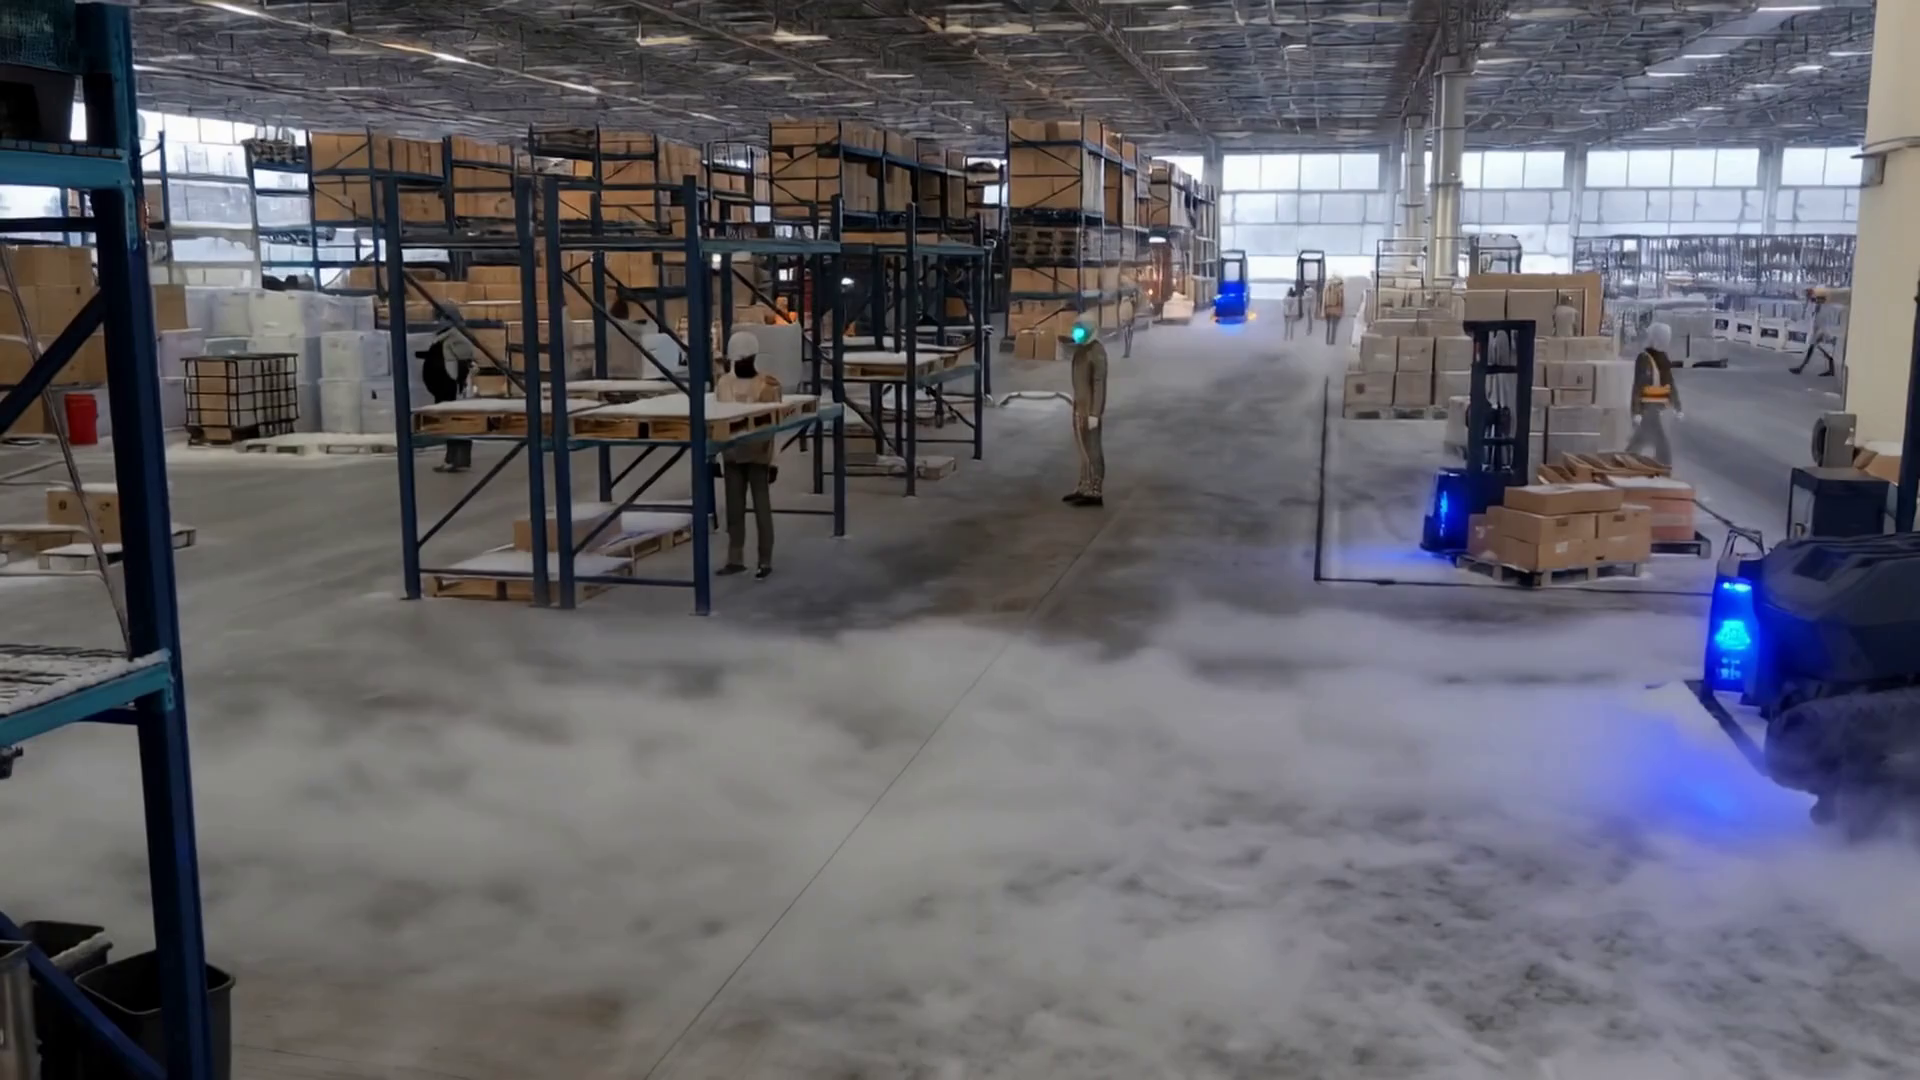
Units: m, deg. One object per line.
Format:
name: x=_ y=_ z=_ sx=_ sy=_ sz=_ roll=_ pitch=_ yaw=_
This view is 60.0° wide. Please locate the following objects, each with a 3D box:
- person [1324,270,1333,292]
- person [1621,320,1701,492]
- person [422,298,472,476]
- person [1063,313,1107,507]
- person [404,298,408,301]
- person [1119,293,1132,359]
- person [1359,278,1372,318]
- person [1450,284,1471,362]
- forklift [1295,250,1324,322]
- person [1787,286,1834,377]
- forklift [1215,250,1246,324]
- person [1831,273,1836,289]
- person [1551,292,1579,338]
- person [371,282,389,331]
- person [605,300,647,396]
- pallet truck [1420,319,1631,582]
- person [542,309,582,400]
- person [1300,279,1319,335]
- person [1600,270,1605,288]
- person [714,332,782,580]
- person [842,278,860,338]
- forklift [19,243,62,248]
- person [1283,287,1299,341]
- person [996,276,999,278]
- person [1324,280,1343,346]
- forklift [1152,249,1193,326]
person: x=19.323 y=-13.212 z=87.264 sx=0.452 sy=1.916 sz=0.643 roll=6 pitch=11 yaw=31
person: x=7.272 y=-1.352 z=17.281 sx=0.969 sy=1.831 sz=0.601 roll=8 pitch=13 yaw=41
person: x=-5.900 y=-1.760 z=19.108 sx=0.537 sy=2.000 sz=0.689 roll=-7 pitch=12 yaw=-35
person: x=1.280 y=-1.302 z=16.701 sx=0.377 sy=1.940 sz=0.627 roll=-2 pitch=10 yaw=-12
person: x=-12.833 y=-4.778 z=38.297 sx=0.862 sy=1.596 sz=0.532 roll=-6 pitch=12 yaw=-33
person: x=4.131 y=-5.329 z=41.429 sx=0.306 sy=1.639 sz=0.523 roll=1 pitch=10 yaw=3
person: x=16.739 y=-9.935 z=68.508 sx=0.516 sy=1.701 sz=0.857 roll=-7 pitch=12 yaw=-34
person: x=12.056 y=-5.275 z=40.395 sx=0.547 sy=1.895 sz=0.997 roll=-7 pitch=12 yaw=-36
forklift: x=13.778 y=-10.002 z=65.433 sx=1.129 sy=2.768 sz=1.873 roll=2 pitch=10 yaw=12
person: x=18.038 y=-4.386 z=35.088 sx=0.948 sy=1.892 sz=0.571 roll=5 pitch=11 yaw=25
forklift: x=10.303 y=-9.611 z=63.121 sx=1.129 sy=2.768 sz=1.873 roll=2 pitch=10 yaw=12
person: x=41.981 y=-11.932 z=79.963 sx=0.462 sy=1.823 sz=0.589 roll=0 pitch=10 yaw=3
person: x=11.288 y=-3.691 z=31.052 sx=0.531 sy=1.870 sz=0.317 roll=4 pitch=11 yaw=25
person: x=-14.535 y=-5.549 z=41.942 sx=0.587 sy=1.911 sz=0.397 roll=-5 pitch=11 yaw=-27
person: x=-4.715 y=-2.408 z=23.351 sx=0.636 sy=1.910 sz=0.785 roll=1 pitch=10 yaw=8
pallet truck: x=4.543 y=-0.757 z=13.299 sx=0.823 sy=1.965 sz=1.885 roll=-4 pitch=10 yaw=-22
person: x=-6.678 y=-3.101 z=27.477 sx=0.979 sy=1.889 sz=0.659 roll=0 pitch=10 yaw=1
person: x=11.365 y=-7.559 z=54.099 sx=0.622 sy=1.816 sz=0.431 roll=1 pitch=10 yaw=7
person: x=30.787 y=-11.986 z=79.849 sx=0.612 sy=1.975 sz=0.631 roll=-1 pitch=10 yaw=-8
person: x=-1.654 y=-0.649 z=12.886 sx=0.585 sy=1.922 sz=0.372 roll=4 pitch=10 yaw=20
person: x=-2.815 y=-5.531 z=41.580 sx=0.622 sy=1.992 sz=0.376 roll=-3 pitch=10 yaw=-16
forklift: x=-20.483 y=-5.245 z=37.264 sx=1.873 sy=2.768 sz=1.129 roll=2 pitch=10 yaw=12
person: x=10.035 y=-6.846 z=50.469 sx=0.499 sy=1.622 sz=0.379 roll=1 pitch=10 yaw=8
person: x=2.064 y=-13.920 z=92.107 sx=0.583 sy=1.703 sz=0.899 roll=1 pitch=10 yaw=4
person: x=10.719 y=-6.524 z=47.768 sx=0.554 sy=1.881 sz=0.994 roll=2 pitch=10 yaw=11
forklift: x=7.646 y=-9.320 z=61.395 sx=1.873 sy=2.768 sz=1.129 roll=2 pitch=10 yaw=11
